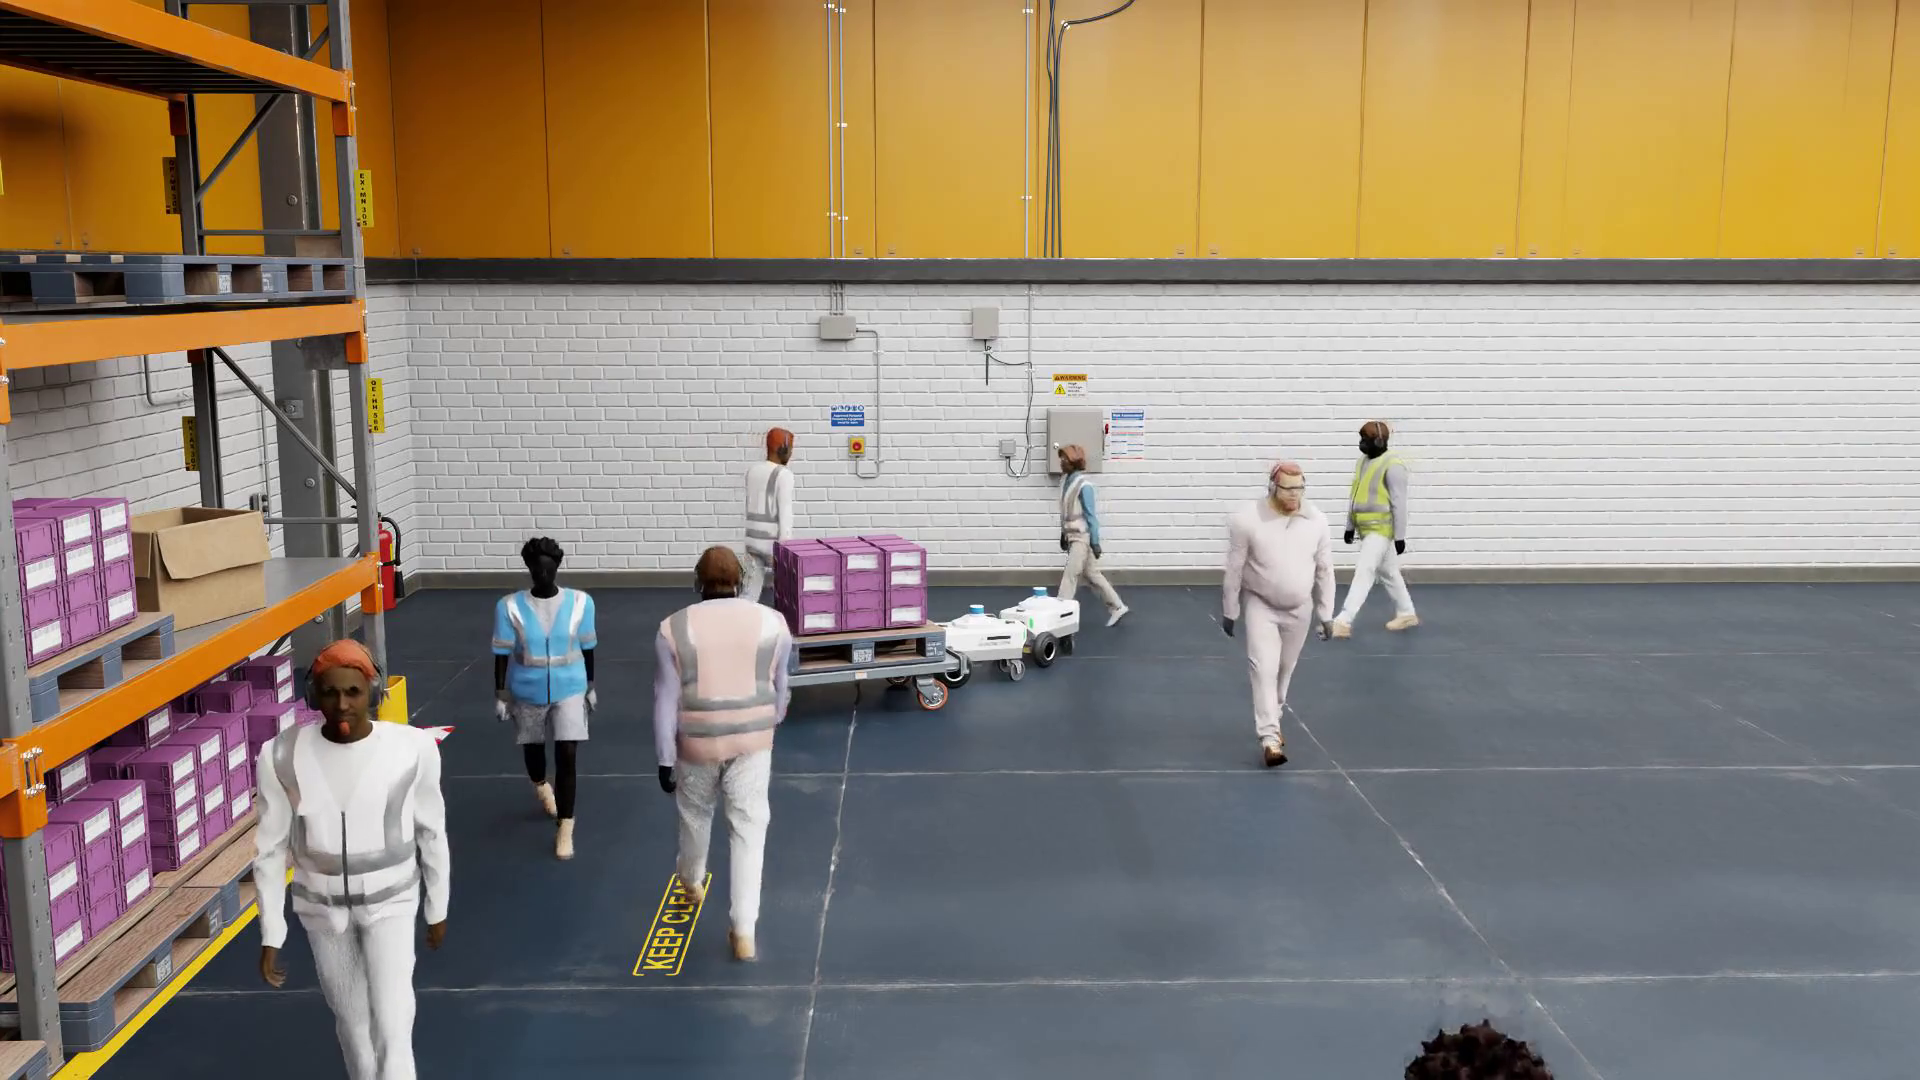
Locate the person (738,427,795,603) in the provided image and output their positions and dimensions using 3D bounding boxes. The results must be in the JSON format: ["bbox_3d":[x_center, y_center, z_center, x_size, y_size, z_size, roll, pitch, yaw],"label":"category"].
[{"bbox_3d":[-1.399,0.051,12.776,0.636,1.818,1.012,9,13,44],"label":"person"}]

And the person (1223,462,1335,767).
[{"bbox_3d":[1.997,0.441,10.299,0.656,1.850,0.976,-1,9,-9],"label":"person"}]

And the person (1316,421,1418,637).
[{"bbox_3d":[3.447,-0.098,13.803,0.980,1.794,0.652,-2,10,-13],"label":"person"}]

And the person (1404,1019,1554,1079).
[{"bbox_3d":[0.827,1.668,2.657,0.608,1.904,1.057,1,9,6],"label":"person"}]

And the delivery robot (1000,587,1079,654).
[{"bbox_3d":[0.625,0.610,12.942,0.477,0.478,0.707,7,11,37],"label":"delivery robot"}]

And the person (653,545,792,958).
[{"bbox_3d":[-1.092,0.911,7.600,0.629,1.787,0.991,-2,10,-14],"label":"person"}]

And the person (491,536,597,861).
[{"bbox_3d":[-2.195,0.780,8.815,0.548,1.663,0.805,-2,10,-15],"label":"person"}]

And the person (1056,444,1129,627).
[{"bbox_3d":[1.037,-0.013,13.831,0.829,1.600,0.535,-3,10,-15],"label":"person"}]

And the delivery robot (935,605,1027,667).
[{"bbox_3d":[0.124,0.722,12.257,0.707,0.478,0.477,-2,9,-15],"label":"delivery robot"}]

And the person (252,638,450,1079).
[{"bbox_3d":[-1.969,1.243,5.388,0.576,1.838,0.946,-1,9,-8],"label":"person"}]
